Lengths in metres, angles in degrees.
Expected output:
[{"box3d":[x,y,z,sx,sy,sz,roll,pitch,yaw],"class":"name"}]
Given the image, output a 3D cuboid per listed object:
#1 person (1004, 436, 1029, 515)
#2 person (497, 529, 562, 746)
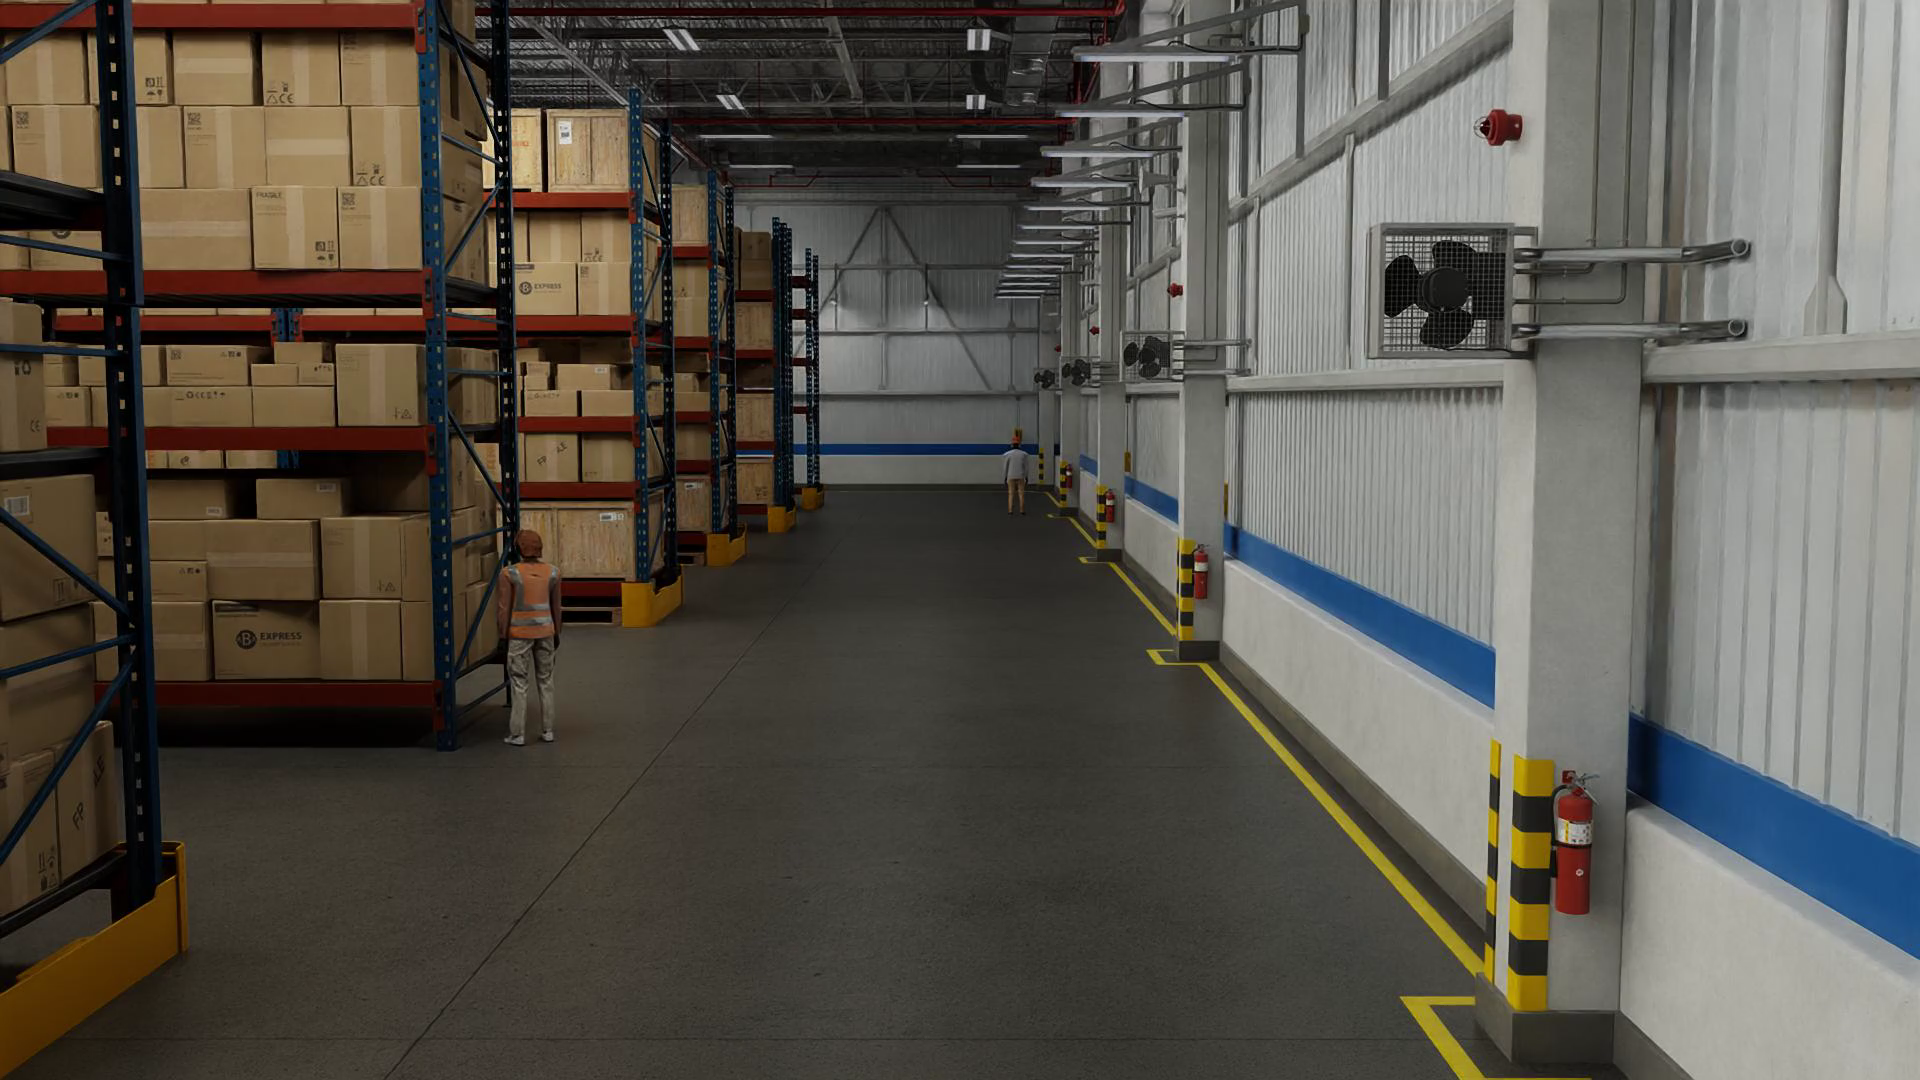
[{"box3d":[1.250,-1.419,36.909,0.563,1.755,0.320,0,5,1],"class":"person"},{"box3d":[-3.238,0.735,12.553,0.525,1.632,0.312,-4,7,-42],"class":"person"}]
